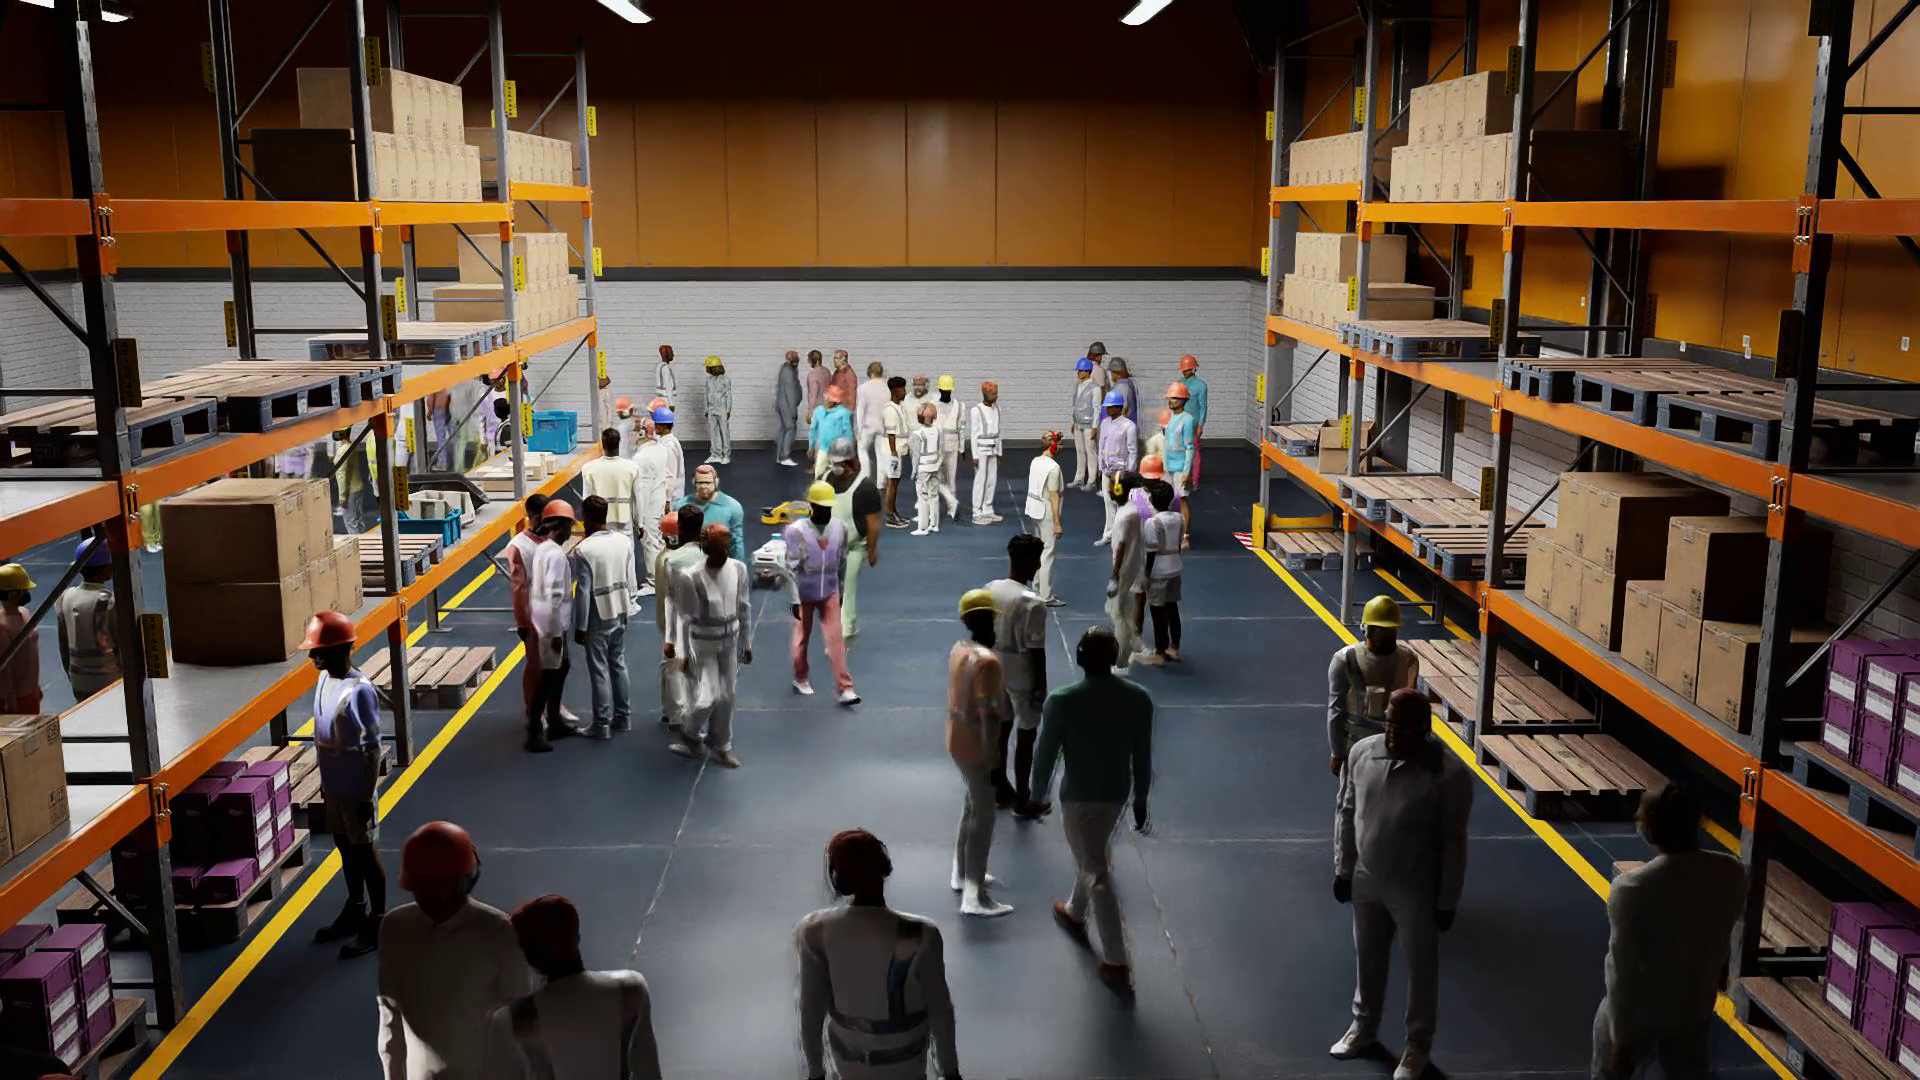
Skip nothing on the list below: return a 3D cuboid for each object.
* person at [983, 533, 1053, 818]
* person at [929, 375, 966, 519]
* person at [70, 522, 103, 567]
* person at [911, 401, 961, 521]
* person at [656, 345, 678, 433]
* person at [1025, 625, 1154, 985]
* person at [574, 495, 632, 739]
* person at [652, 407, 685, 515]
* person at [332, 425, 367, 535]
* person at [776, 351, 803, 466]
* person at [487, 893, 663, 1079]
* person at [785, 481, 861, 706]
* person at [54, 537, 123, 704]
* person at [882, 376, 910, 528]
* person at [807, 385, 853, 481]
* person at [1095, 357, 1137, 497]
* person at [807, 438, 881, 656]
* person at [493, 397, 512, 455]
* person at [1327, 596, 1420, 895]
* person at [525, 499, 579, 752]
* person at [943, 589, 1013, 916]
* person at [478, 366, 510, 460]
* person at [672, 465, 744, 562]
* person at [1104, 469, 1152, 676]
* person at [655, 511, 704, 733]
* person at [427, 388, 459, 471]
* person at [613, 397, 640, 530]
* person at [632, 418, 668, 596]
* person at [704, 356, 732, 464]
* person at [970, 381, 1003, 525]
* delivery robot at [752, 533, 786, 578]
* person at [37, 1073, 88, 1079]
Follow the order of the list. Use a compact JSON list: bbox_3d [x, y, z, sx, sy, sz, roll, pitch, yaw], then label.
[{"bbox_3d":[0.399,0.914,11.275,0.404,1.954,0.610,-9,14,-38],"label":"person"},{"bbox_3d":[-0.201,-1.233,22.100,0.585,1.929,0.364,-3,12,-14],"label":"person"},{"bbox_3d":[-10.034,-0.513,19.065,0.535,1.700,0.318,6,13,26],"label":"person"},{"bbox_3d":[-0.329,-1.007,21.759,0.662,1.614,0.518,9,15,39],"label":"person"},{"bbox_3d":[-4.825,-2.270,27.412,0.355,1.883,0.574,-5,12,-24],"label":"person"},{"bbox_3d":[0.725,1.394,9.037,0.649,1.889,1.030,-5,12,-23],"label":"person"},{"bbox_3d":[-2.774,0.597,12.988,0.410,1.908,0.598,6,13,26],"label":"person"},{"bbox_3d":[-3.229,-0.500,18.372,0.388,1.947,0.611,-2,11,-10],"label":"person"},{"bbox_3d":[-7.039,-0.550,19.107,0.338,1.761,0.524,-1,11,-4],"label":"person"},{"bbox_3d":[-2.759,-2.128,26.766,0.463,1.865,0.794,-3,12,-13],"label":"person"},{"bbox_3d":[-1.288,2.089,5.622,0.625,1.867,0.434,-8,14,-34],"label":"person"},{"bbox_3d":[-1.168,0.441,13.832,0.600,1.872,0.975,-6,13,-26],"label":"person"},{"bbox_3d":[-5.727,0.940,11.148,0.614,1.947,0.388,4,12,19],"label":"person"},{"bbox_3d":[-0.831,-1.152,21.593,0.361,1.964,0.613,1,11,3],"label":"person"},{"bbox_3d":[-1.780,-1.302,22.989,0.652,1.721,0.566,6,13,29],"label":"person"},{"bbox_3d":[2.207,-1.623,23.770,0.649,2.000,0.685,4,12,19],"label":"person"},{"bbox_3d":[-1.122,0.011,15.579,0.697,2.000,0.802,7,14,33],"label":"person"},{"bbox_3d":[-5.845,-0.997,21.489,0.322,1.698,0.534,-4,12,-20],"label":"person"},{"bbox_3d":[2.489,1.230,9.980,0.590,1.837,0.403,-3,12,-15],"label":"person"},{"bbox_3d":[-3.146,0.646,12.778,0.503,1.898,0.600,-4,12,-18],"label":"person"},{"bbox_3d":[0.100,1.242,9.821,0.377,1.878,0.663,-3,12,-16],"label":"person"},{"bbox_3d":[-6.196,-1.369,22.489,0.613,2.043,0.374,-1,11,-5],"label":"person"},{"bbox_3d":[-2.219,0.277,14.603,0.644,1.900,0.399,0,11,1],"label":"person"},{"bbox_3d":[1.423,0.298,14.614,0.371,1.856,0.540,2,11,8],"label":"person"},{"bbox_3d":[-2.230,0.640,13.142,0.327,1.753,0.561,-4,12,-19],"label":"person"},{"bbox_3d":[-8.155,-2.091,26.235,0.376,1.995,0.608,7,13,33],"label":"person"},{"bbox_3d":[-4.238,-0.971,21.294,0.407,1.719,0.581,3,12,17],"label":"person"},{"bbox_3d":[-3.345,-0.357,17.758,0.407,1.910,0.639,1,11,6],"label":"person"},{"bbox_3d":[-3.924,-2.095,26.884,0.492,1.742,0.315,6,13,26],"label":"person"},{"bbox_3d":[0.340,-1.140,21.782,0.354,1.877,0.574,9,14,37],"label":"person"},{"bbox_3d":[-2.009,0.172,18.272,0.477,0.478,0.707,3,12,15],"label":"delivery robot"},{"bbox_3d":[-2.319,2.310,4.443,0.582,1.884,0.351,0,11,2],"label":"person"}]
